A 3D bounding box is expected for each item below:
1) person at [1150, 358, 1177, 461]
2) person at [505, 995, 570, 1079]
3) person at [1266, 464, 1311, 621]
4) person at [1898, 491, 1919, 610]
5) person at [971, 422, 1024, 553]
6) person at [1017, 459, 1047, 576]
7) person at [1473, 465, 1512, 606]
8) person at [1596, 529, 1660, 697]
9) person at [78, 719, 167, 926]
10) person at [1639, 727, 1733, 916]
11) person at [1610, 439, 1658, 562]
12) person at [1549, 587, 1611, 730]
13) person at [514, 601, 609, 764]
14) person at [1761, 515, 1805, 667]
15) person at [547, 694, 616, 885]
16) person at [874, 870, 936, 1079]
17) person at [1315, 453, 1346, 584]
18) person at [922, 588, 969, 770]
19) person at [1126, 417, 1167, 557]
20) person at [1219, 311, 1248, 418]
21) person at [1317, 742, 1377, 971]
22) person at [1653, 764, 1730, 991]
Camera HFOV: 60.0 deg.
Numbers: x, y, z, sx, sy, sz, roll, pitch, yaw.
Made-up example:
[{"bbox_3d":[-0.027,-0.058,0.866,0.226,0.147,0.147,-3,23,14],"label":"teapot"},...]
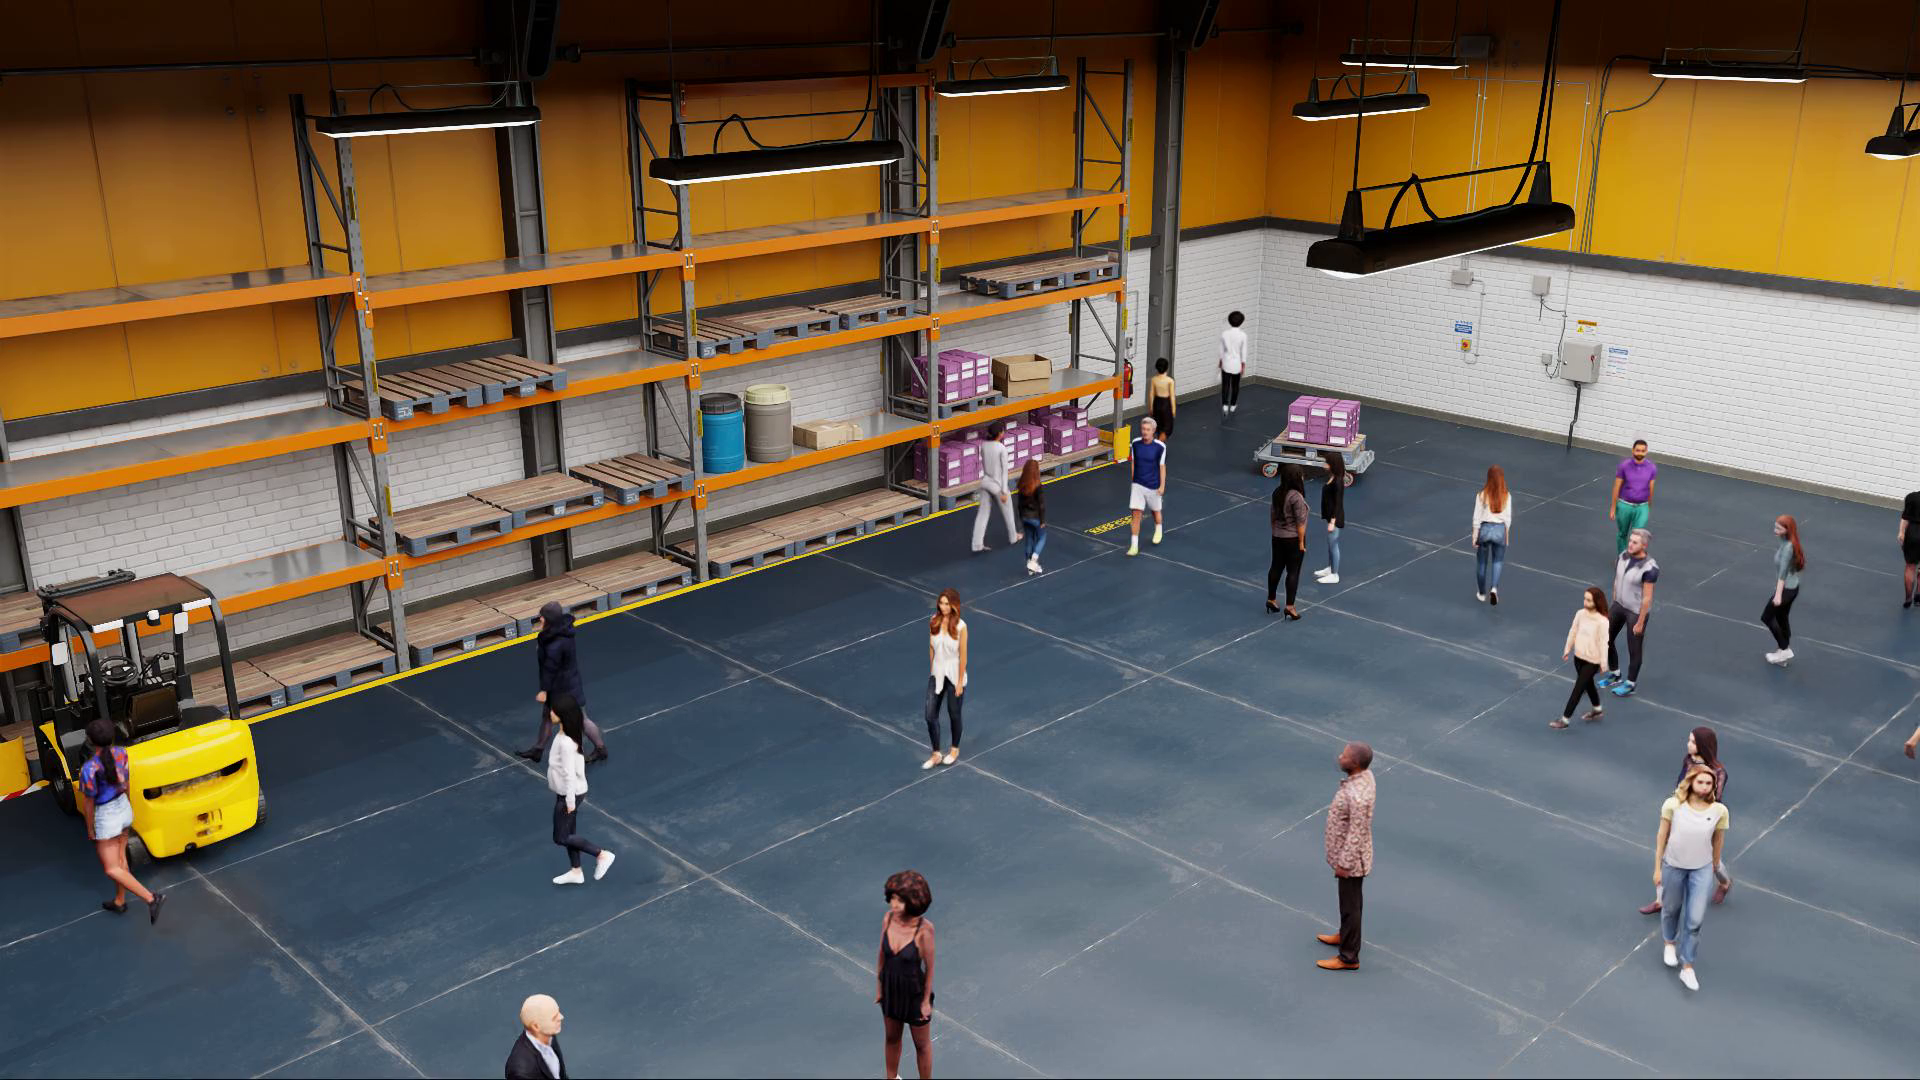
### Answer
[{"bbox_3d":[3.072,-1.946,25.406,0.656,1.636,0.919,13,22,33],"label":"person"},{"bbox_3d":[-2.458,3.372,9.400,1.082,1.773,1.020,0,19,-1],"label":"person"},{"bbox_3d":[3.792,0.011,19.272,0.656,1.842,0.698,-12,22,-32],"label":"person"},{"bbox_3d":[11.246,0.020,19.480,0.688,1.692,0.718,7,20,21],"label":"person"},{"bbox_3d":[0.385,-0.646,21.462,0.669,1.691,1.107,17,25,40],"label":"person"},{"bbox_3d":[0.852,-0.263,20.671,0.618,1.469,0.603,15,24,38],"label":"person"},{"bbox_3d":[6.270,-0.028,19.584,0.864,1.718,0.990,4,19,11],"label":"person"},{"bbox_3d":[6.998,0.734,17.168,0.792,1.815,0.817,-7,20,-21],"label":"person"},{"bbox_3d":[-6.541,2.209,12.934,0.932,1.723,1.025,7,20,19],"label":"person"},{"bbox_3d":[5.833,2.229,13.103,1.160,1.576,0.899,-7,20,-20],"label":"person"},{"bbox_3d":[8.350,-0.403,20.700,1.029,1.716,1.298,6,19,16],"label":"person"},{"bbox_3d":[6.255,1.170,16.453,1.044,1.446,0.822,-8,20,-21],"label":"person"},{"bbox_3d":[-3.628,1.382,15.549,1.206,1.620,1.050,-3,19,-10],"label":"person"},{"bbox_3d":[8.857,0.579,17.781,0.879,1.717,0.659,15,24,38],"label":"person"},{"bbox_3d":[-3.083,2.044,13.480,0.884,1.687,0.810,-4,19,-13],"label":"person"},{"bbox_3d":[-0.341,2.924,10.706,0.620,1.789,0.617,10,21,28],"label":"person"},{"bbox_3d":[4.604,-0.287,20.477,0.710,1.639,0.633,2,19,6],"label":"person"},{"bbox_3d":[-0.065,1.270,15.643,0.692,1.773,0.792,11,21,28],"label":"person"},{"bbox_3d":[2.455,-0.726,21.538,0.938,1.794,1.274,8,20,21],"label":"person"},{"bbox_3d":[4.596,-2.970,28.220,1.021,1.782,1.185,3,19,10],"label":"person"},{"bbox_3d":[2.933,2.335,12.426,0.831,1.808,0.712,5,19,14],"label":"person"},{"bbox_3d":[5.378,2.405,12.383,0.875,1.702,1.001,6,19,16],"label":"person"}]
